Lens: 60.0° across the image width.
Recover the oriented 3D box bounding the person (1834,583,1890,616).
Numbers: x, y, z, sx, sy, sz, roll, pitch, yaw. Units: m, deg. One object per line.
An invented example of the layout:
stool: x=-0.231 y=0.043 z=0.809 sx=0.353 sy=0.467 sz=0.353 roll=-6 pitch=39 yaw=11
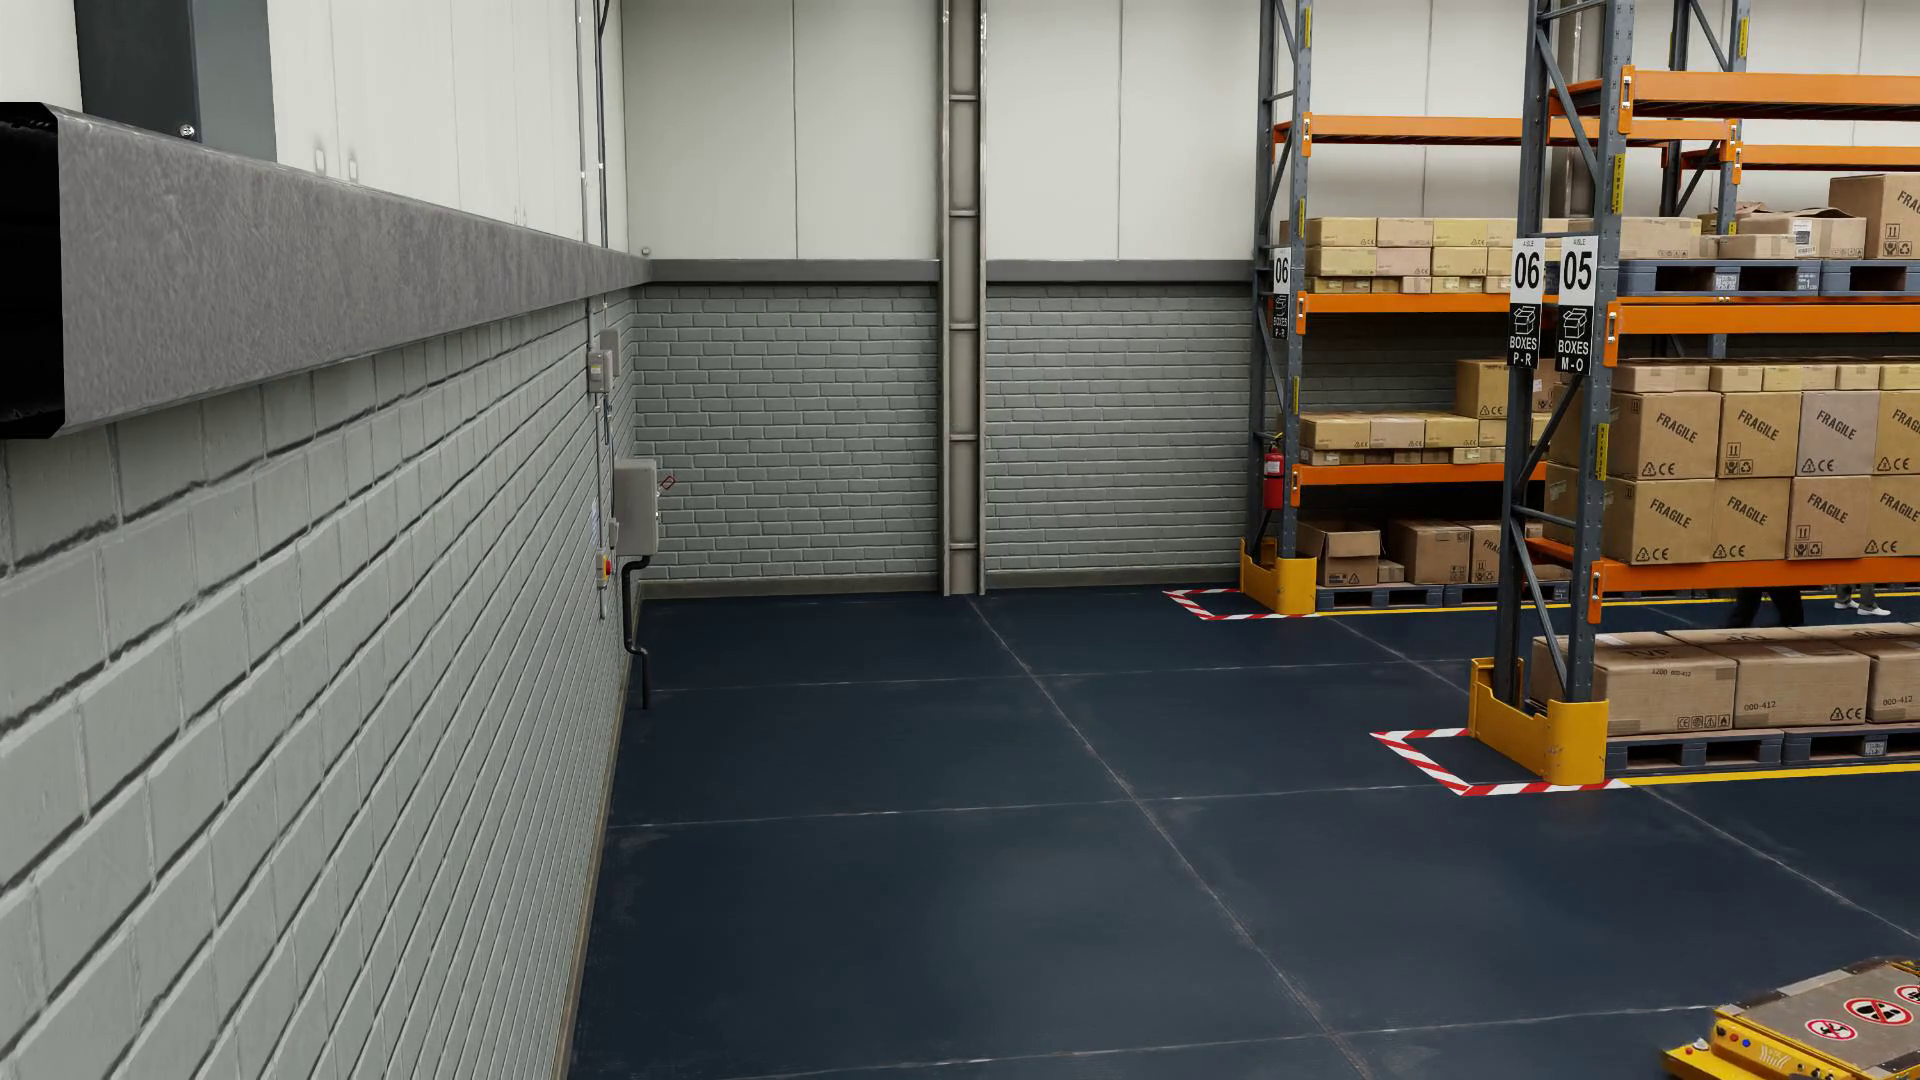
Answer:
person: x=8.049 y=-0.288 z=14.664 sx=0.406 sy=1.918 sz=0.581 roll=-2 pitch=9 yaw=-11

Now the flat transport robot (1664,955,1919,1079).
flat transport robot: x=3.419 y=1.890 z=6.280 sx=1.431 sy=0.197 sz=0.652 roll=-5 pitch=11 yaw=-29

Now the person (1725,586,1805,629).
person: x=5.864 y=0.180 z=11.865 sx=0.952 sy=1.873 sz=0.609 roll=-2 pitch=9 yaw=-10
